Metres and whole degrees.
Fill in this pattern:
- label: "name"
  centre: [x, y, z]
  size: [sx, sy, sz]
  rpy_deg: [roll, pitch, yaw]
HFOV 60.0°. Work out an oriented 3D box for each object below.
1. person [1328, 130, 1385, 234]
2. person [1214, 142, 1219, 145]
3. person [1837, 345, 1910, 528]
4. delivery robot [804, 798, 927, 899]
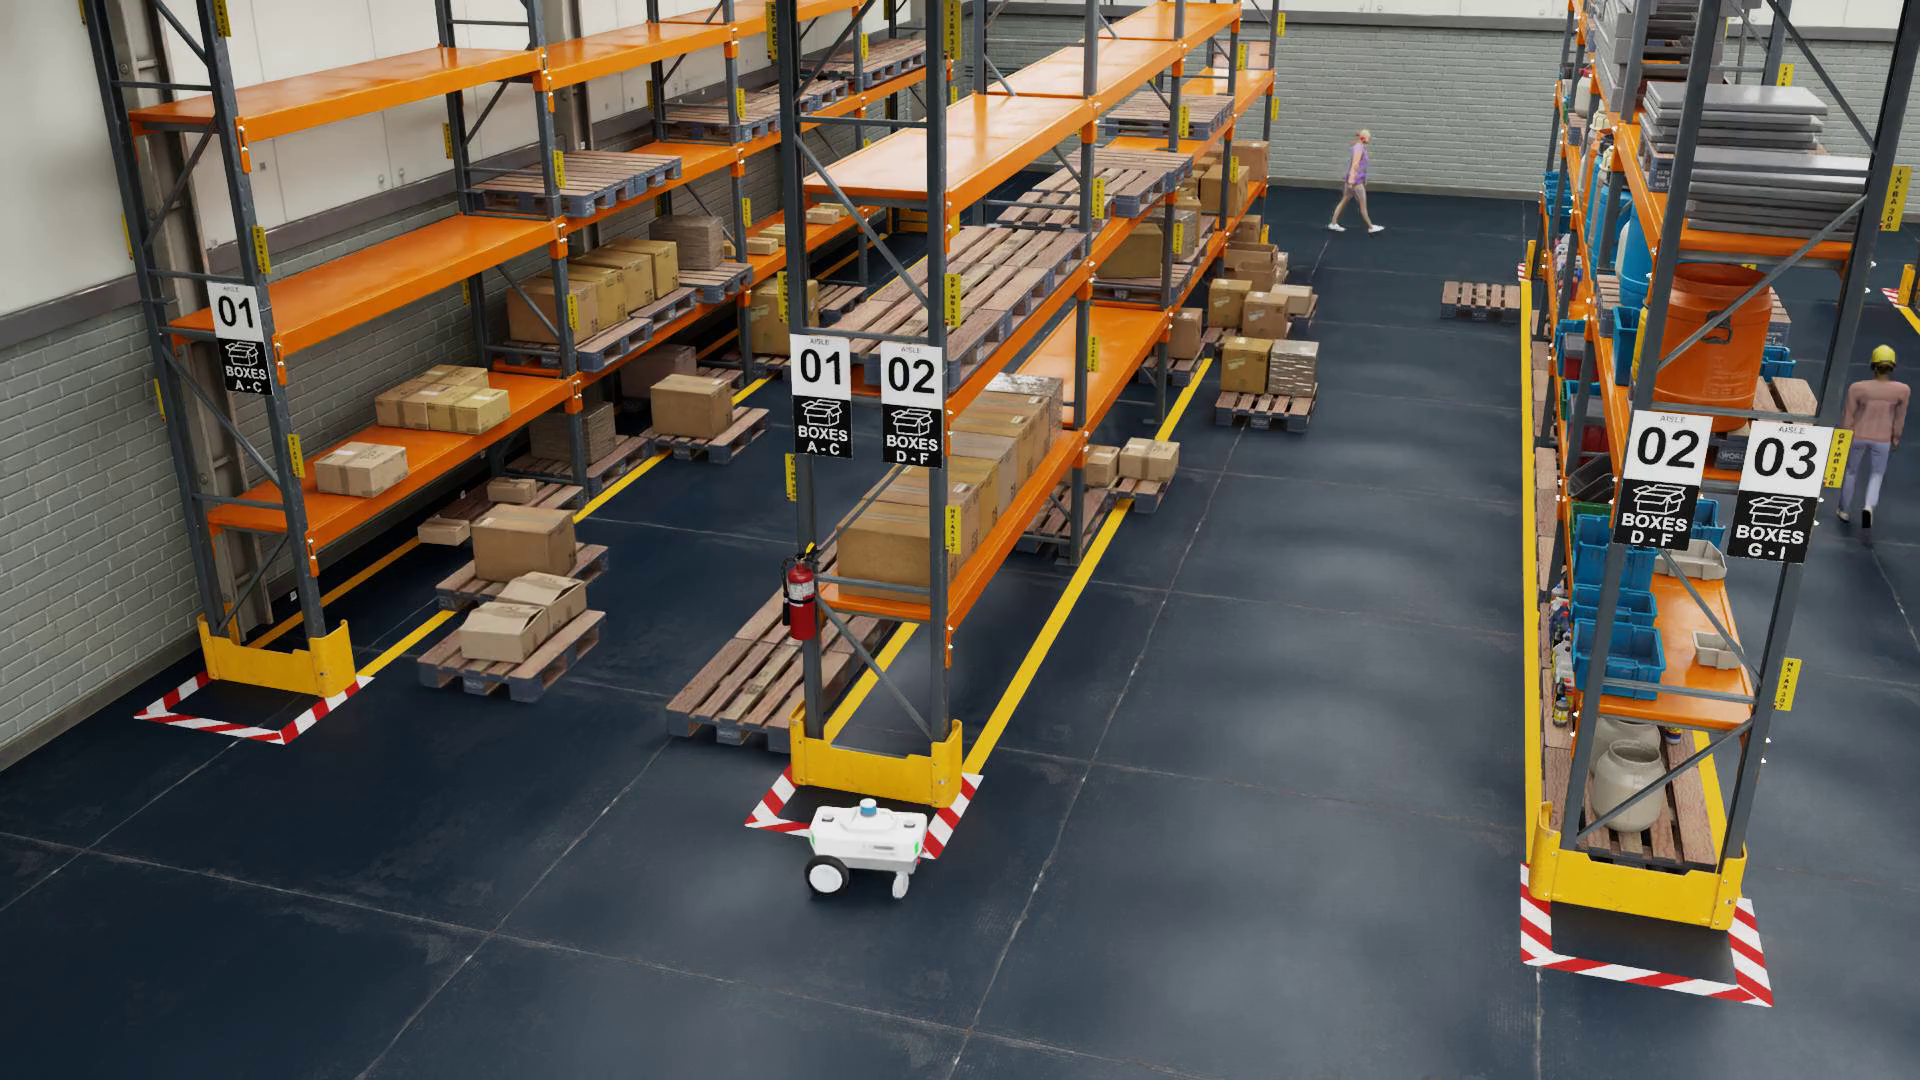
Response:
- label: "person"
  centre: [6.428, -5.768, 26.801]
  size: [0.907, 1.639, 0.510]
  rpy_deg: [6, 24, 13]
- label: "person"
  centre: [3.917, -5.793, 26.718]
  size: [0.962, 1.748, 0.533]
  rpy_deg: [4, 24, 10]
- label: "person"
  centre: [8.467, -0.950, 15.489]
  size: [0.540, 1.750, 0.565]
  rpy_deg: [10, 25, 21]
- label: "delivery robot"
  centre: [-0.607, 1.911, 10.406]
  size: [0.785, 0.614, 0.525]
  rpy_deg: [3, 24, 7]
